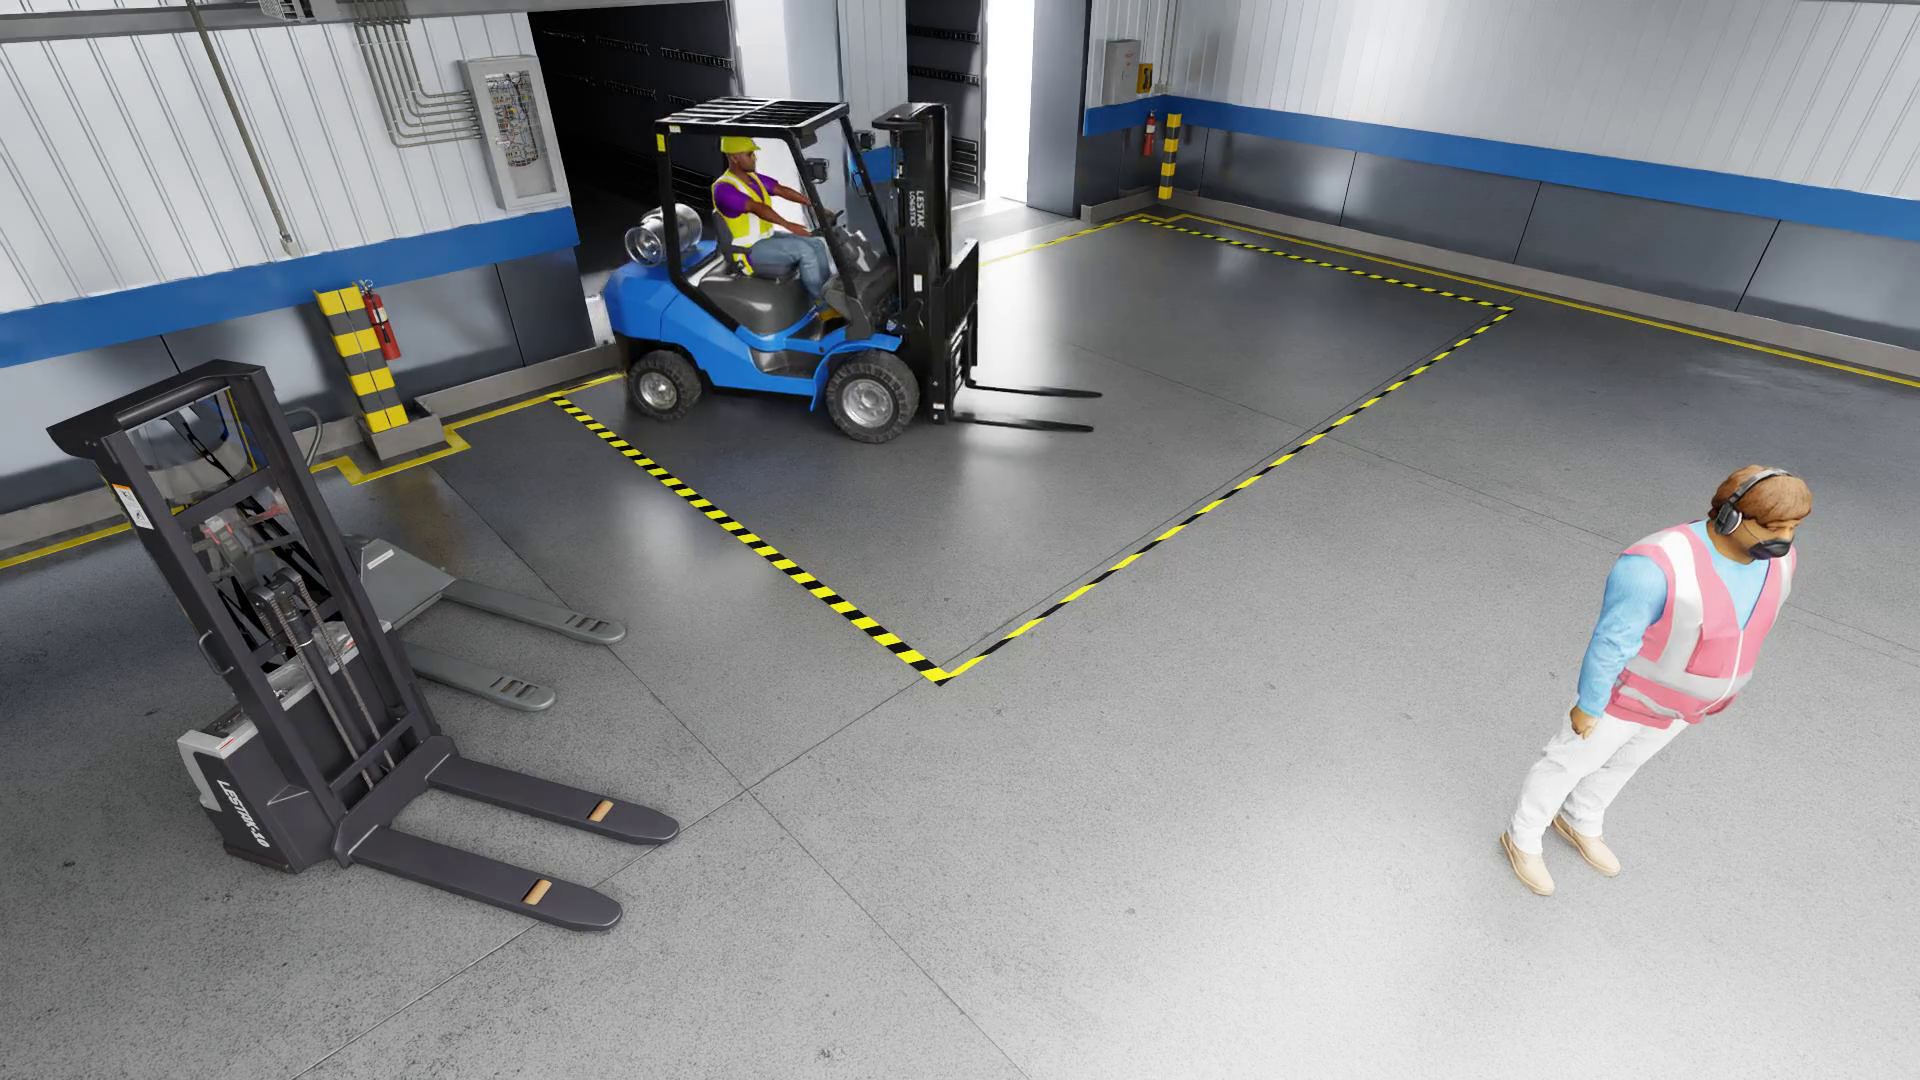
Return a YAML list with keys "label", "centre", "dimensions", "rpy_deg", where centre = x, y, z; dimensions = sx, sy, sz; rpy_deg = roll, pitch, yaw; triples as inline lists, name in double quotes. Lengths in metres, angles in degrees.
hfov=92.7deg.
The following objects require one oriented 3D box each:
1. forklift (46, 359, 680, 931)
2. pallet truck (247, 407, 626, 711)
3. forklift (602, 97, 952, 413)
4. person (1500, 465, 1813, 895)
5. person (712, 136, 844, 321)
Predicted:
- label: "forklift"
  centre: [-2.135, 0.422, 3.354]
  dimensions: [1.885, 1.965, 0.823]
  rpy_deg: [10, 35, 14]
- label: "pallet truck"
  centre: [-2.628, 0.038, 4.590]
  dimensions: [1.601, 1.201, 0.680]
  rpy_deg: [12, 36, 18]
- label: "forklift"
  centre: [-1.290, -2.117, 6.771]
  dimensions: [2.680, 2.036, 1.157]
  rpy_deg: [8, 35, 11]
- label: "person"
  centre: [2.484, 0.551, 3.301]
  dimensions: [0.623, 1.844, 0.431]
  rpy_deg: [-7, 35, -10]
- label: "person"
  centre: [-1.234, -2.260, 6.648]
  dimensions: [1.004, 1.294, 0.635]
  rpy_deg: [8, 35, 11]
